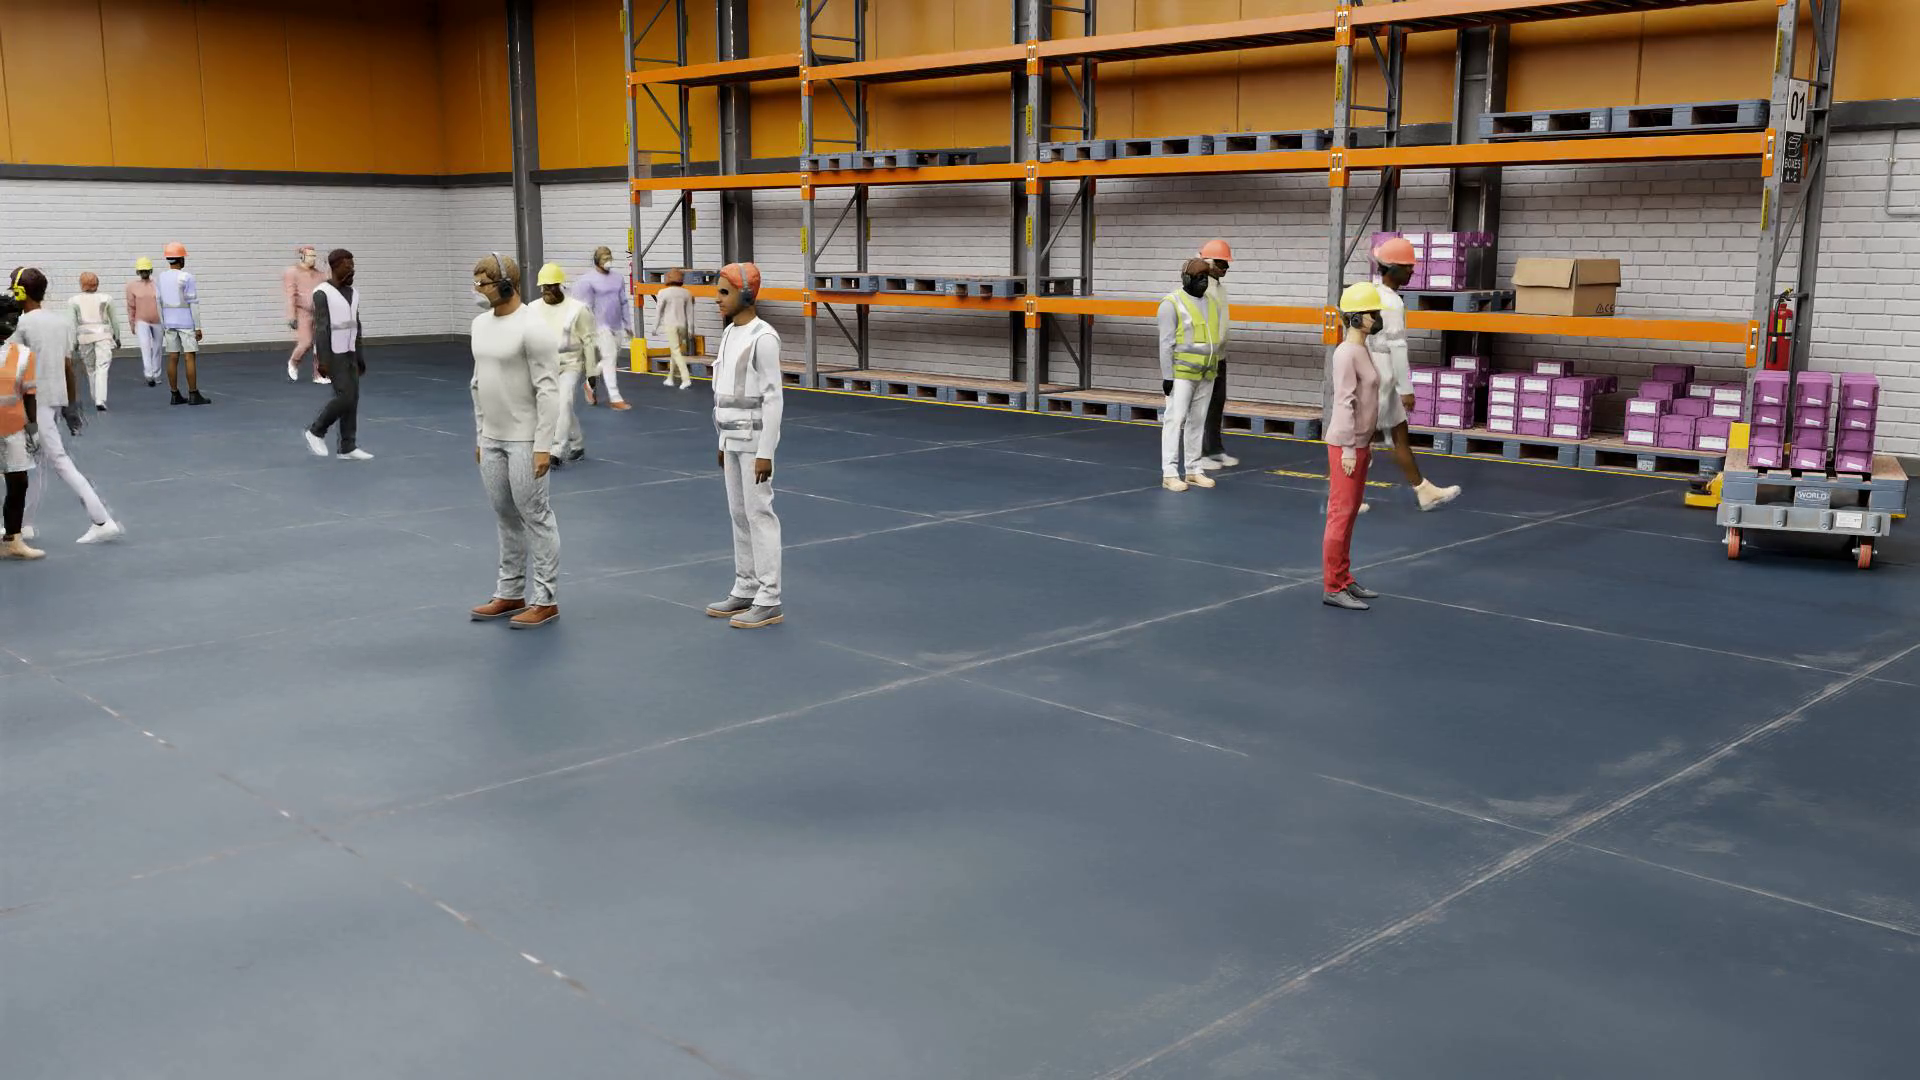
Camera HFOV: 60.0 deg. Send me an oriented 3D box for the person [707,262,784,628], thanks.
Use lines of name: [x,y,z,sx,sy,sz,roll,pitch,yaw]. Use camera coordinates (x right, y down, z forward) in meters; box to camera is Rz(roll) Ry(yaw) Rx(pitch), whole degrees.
person: [-1.115,-0.491,8.649,0.346,1.883,0.584,-6,12,-30]

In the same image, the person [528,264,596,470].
person: [-3.515,-1.519,14.548,0.586,1.776,0.971,3,11,17]

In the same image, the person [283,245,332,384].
person: [-8.888,-3.059,22.642,0.545,1.886,0.660,6,12,30]

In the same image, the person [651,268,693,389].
person: [-3.780,-2.811,22.094,0.511,1.593,0.841,-10,14,-43]

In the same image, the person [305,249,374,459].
person: [-5.608,-1.660,14.971,0.474,1.903,0.610,2,11,10]

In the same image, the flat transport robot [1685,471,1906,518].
flat transport robot: [6.158,-0.347,12.264,1.431,0.197,0.652,5,12,28]

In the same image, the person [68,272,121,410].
person: [-10.082,-2.316,19.378,0.506,1.600,0.861,-3,11,-14]

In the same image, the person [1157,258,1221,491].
person: [1.855,-1.320,13.285,0.624,1.844,0.430,-8,13,-37]

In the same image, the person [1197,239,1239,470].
person: [2.179,-1.611,14.468,0.400,1.991,0.629,7,13,34]

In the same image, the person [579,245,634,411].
person: [-4.174,-2.480,19.417,0.895,1.915,0.630,7,12,32]

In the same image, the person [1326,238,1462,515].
person: [3.156,-1.154,11.969,1.041,1.988,0.631,0,10,2]

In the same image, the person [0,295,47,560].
person: [-5.984,-0.656,10.151,0.677,1.670,0.325,-10,14,-44]

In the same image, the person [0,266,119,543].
person: [-6.013,-0.872,10.926,0.966,1.827,0.528,1,10,5]

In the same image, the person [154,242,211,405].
person: [-9.298,-2.576,19.862,0.545,1.942,0.354,2,11,13]

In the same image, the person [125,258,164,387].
person: [-10.895,-2.926,22.385,0.526,1.719,0.912,-7,13,-34]

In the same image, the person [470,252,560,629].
person: [-2.305,-0.509,8.610,0.628,1.934,0.375,9,13,39]

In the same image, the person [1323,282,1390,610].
person: [2.160,-0.514,9.092,0.305,1.772,0.525,4,11,23]
